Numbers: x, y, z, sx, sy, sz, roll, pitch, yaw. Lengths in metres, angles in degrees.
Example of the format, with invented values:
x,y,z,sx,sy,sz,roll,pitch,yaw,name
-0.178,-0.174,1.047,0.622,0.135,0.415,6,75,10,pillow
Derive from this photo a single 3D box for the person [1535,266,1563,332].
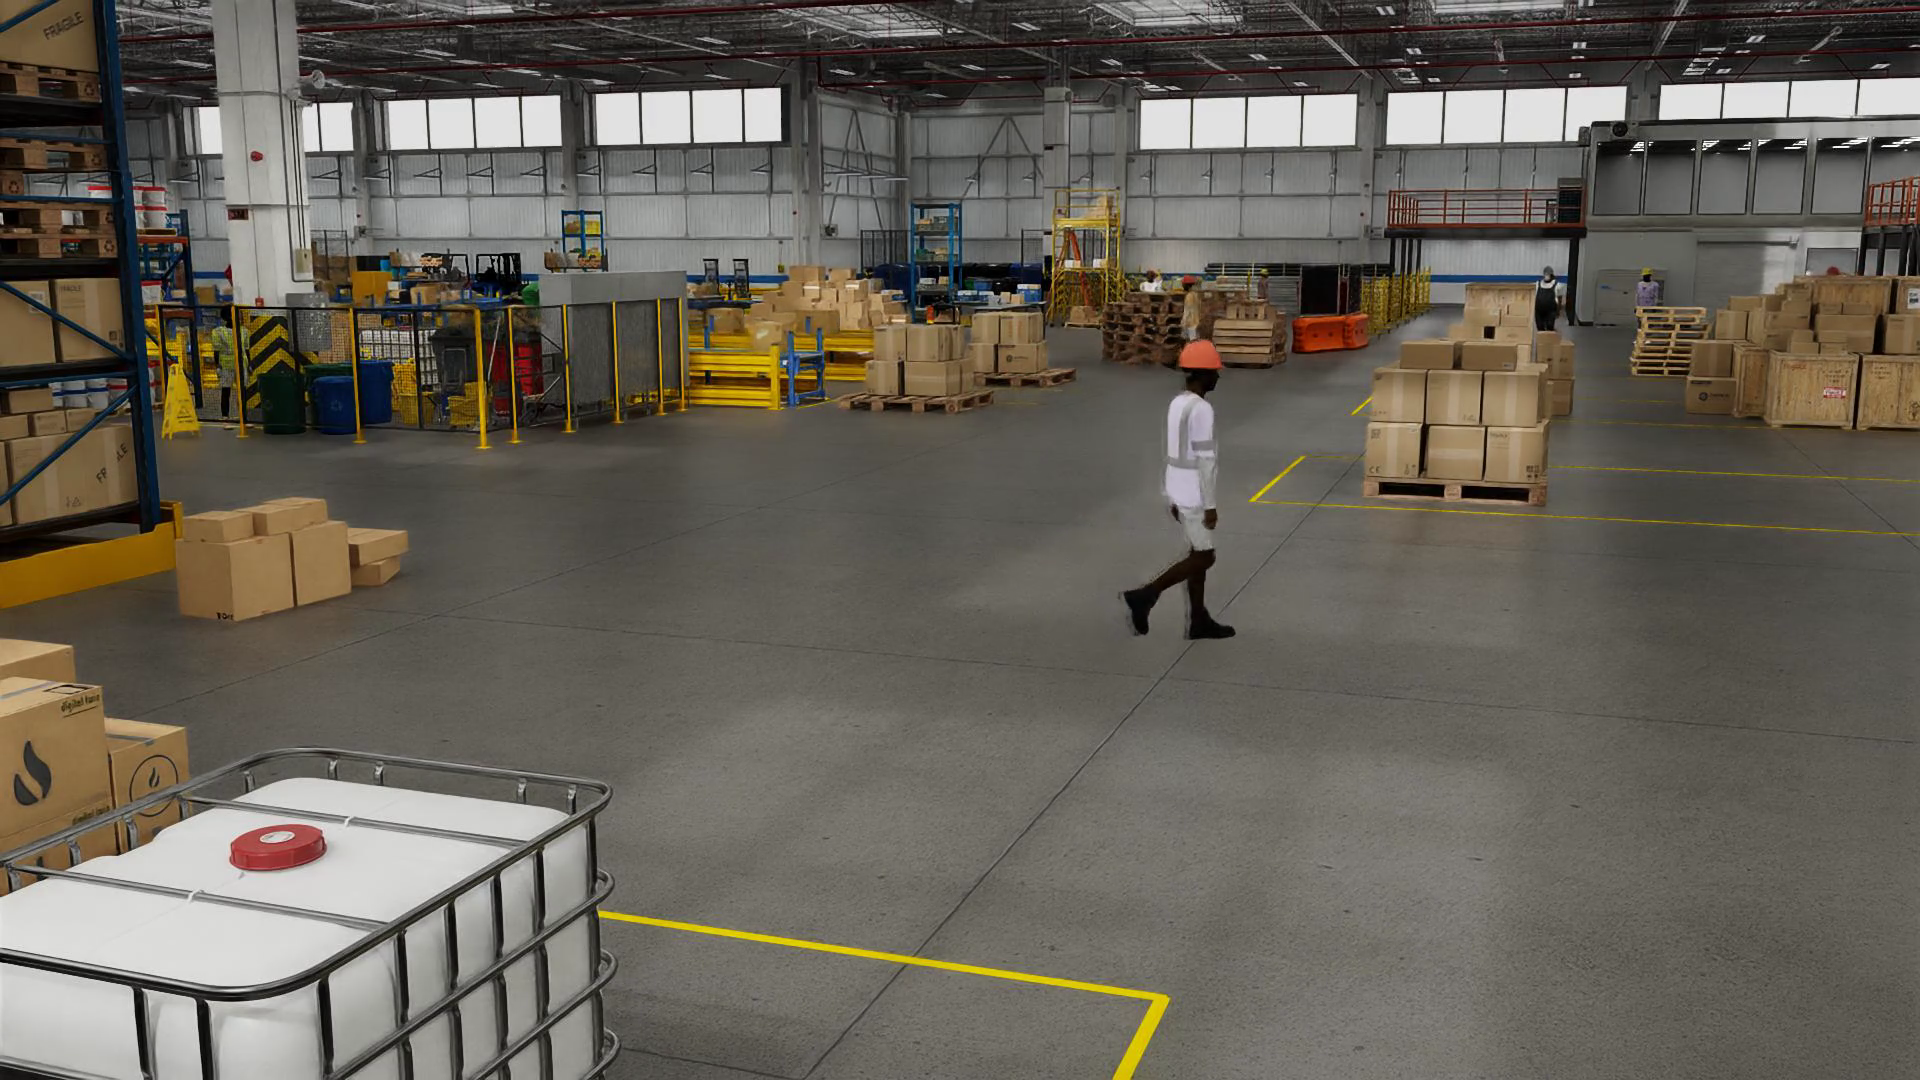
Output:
x,y,z,sx,sy,sz,roll,pitch,yaw,name
13.611,-5.382,38.745,0.693,2.000,0.971,6,12,30,person

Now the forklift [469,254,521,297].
x,y,z,sx,sy,sz,roll,pitch,yaw,name
-17.990,-10.121,64.684,1.157,1.987,2.680,3,11,17,forklift

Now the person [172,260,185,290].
x,y,z,sx,sy,sz,roll,pitch,yaw,name
-27.155,-8.759,57.951,0.624,1.979,0.751,6,12,29,person

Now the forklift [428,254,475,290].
x,y,z,sx,sy,sz,roll,pitch,yaw,name
-20.133,-10.254,65.465,1.157,1.987,2.680,3,11,19,forklift

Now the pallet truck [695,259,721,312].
x,y,z,sx,sy,sz,roll,pitch,yaw,name
-9.165,-9.627,62.776,0.823,1.965,1.885,4,11,23,pallet truck

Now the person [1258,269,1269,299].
x,y,z,sx,sy,sz,roll,pitch,yaw,name
9.287,-7.399,50.879,0.319,1.767,0.534,-3,10,-14,person

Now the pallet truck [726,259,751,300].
x,y,z,sx,sy,sz,roll,pitch,yaw,name
-7.986,-9.493,62.019,0.823,1.965,1.885,3,11,17,pallet truck

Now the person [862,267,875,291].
x,y,z,sx,sy,sz,roll,pitch,yaw,name
-2.542,-6.706,46.684,0.329,1.873,0.514,8,13,39,person

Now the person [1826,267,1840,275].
x,y,z,sx,sy,sz,roll,pitch,yaw,name
18.766,-4.882,36.013,0.614,2.020,0.717,-4,11,-19,person

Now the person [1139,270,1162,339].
x,y,z,sx,sy,sz,roll,pitch,yaw,name
4.802,-5.927,42.328,0.596,1.851,0.792,4,11,21,person

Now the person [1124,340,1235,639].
x,y,z,sx,sy,sz,roll,pitch,yaw,name
1.402,-0.291,10.422,0.685,1.922,0.564,-1,10,-8,person

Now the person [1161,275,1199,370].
x,y,z,sx,sy,sz,roll,pitch,yaw,name
4.452,-4.296,33.017,0.945,1.893,0.561,3,10,14,person

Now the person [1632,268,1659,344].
x,y,z,sx,sy,sz,roll,pitch,yaw,name
17.296,-5.897,41.966,0.382,1.924,0.594,-7,12,-35,person

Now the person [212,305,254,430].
x,y,z,sx,sy,sz,roll,pitch,yaw,name
-9.872,-2.342,22.595,0.316,1.696,0.541,8,13,39,person
